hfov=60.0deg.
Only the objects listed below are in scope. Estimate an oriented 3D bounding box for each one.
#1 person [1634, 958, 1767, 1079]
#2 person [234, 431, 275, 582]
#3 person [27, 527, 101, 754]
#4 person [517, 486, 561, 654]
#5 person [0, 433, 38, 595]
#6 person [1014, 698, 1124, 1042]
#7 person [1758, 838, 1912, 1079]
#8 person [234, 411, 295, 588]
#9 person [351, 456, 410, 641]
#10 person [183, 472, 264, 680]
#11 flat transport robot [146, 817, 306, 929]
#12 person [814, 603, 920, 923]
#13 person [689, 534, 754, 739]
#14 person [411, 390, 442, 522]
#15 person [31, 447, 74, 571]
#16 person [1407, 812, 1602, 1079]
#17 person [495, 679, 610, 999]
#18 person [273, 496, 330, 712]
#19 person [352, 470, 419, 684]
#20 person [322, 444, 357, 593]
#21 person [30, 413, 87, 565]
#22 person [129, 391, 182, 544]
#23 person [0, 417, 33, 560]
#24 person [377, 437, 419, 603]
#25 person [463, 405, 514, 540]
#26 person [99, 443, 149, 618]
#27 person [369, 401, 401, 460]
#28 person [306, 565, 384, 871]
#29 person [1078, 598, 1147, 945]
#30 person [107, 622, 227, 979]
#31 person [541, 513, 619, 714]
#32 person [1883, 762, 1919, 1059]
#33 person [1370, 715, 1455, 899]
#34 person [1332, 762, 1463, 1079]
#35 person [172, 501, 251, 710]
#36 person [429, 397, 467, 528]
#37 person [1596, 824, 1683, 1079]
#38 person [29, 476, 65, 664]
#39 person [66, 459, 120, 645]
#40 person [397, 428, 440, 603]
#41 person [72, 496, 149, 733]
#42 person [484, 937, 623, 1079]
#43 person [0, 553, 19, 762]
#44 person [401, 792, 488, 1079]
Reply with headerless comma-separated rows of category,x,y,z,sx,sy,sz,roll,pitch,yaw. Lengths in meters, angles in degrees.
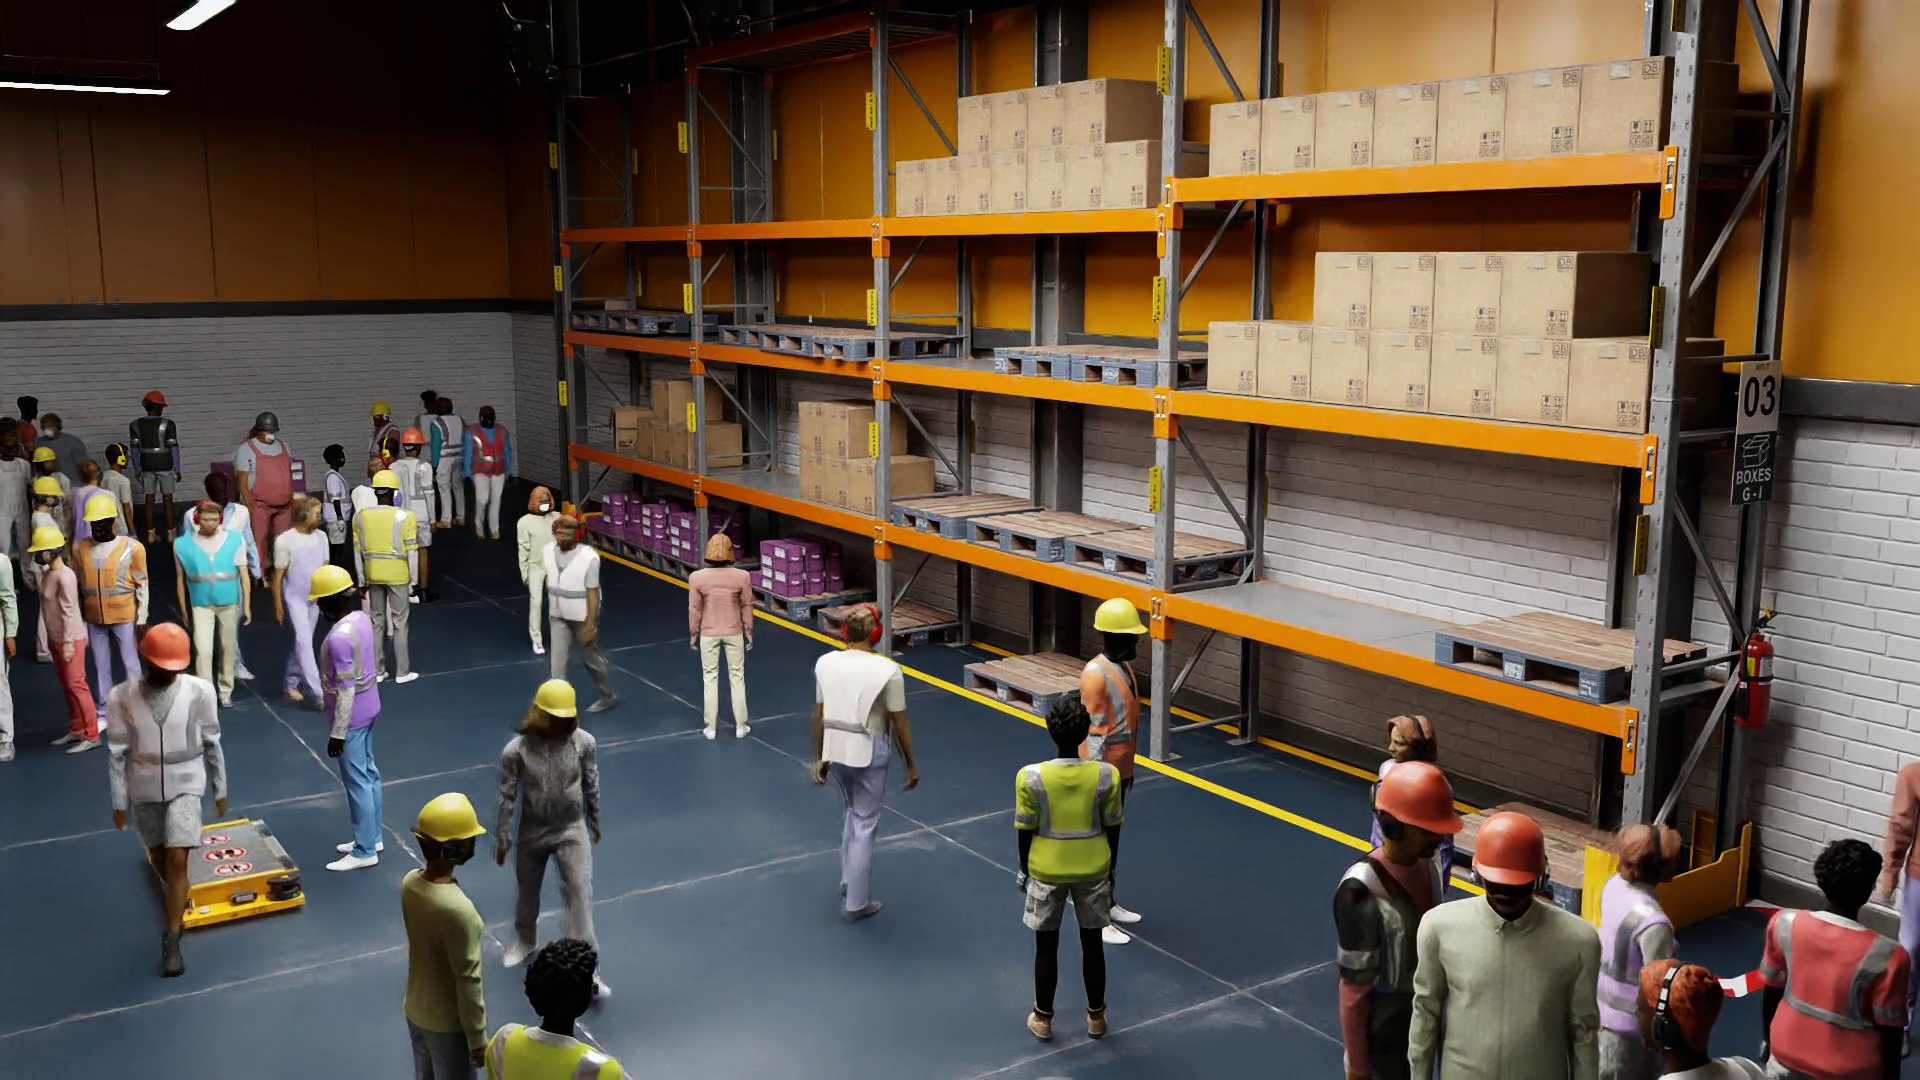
person,2.003,2.083,4.678,0.580,1.879,0.351,-5,11,-29
person,-8.217,-0.444,19.696,0.581,1.802,0.896,2,10,13
person,-6.905,0.766,12.773,0.352,1.757,0.521,-9,13,-43
person,-3.996,0.284,15.976,0.504,1.623,0.292,-9,13,-41
person,-10.669,-0.291,18.722,0.341,1.839,0.504,6,12,33
person,0.523,1.597,8.048,0.535,1.700,0.318,-1,10,-5
person,3.210,1.927,6.150,0.322,1.687,0.536,-6,11,-33
person,-7.965,-0.482,19.247,0.536,2.000,0.676,7,12,36
person,-5.764,0.091,16.495,0.561,1.836,0.394,3,10,18
person,-6.665,0.315,15.107,0.661,1.900,0.635,8,12,38
flat transport robot,-4.465,1.967,10.058,0.652,0.197,1.431,-6,12,-33
person,-0.527,1.270,9.610,0.590,1.824,0.612,7,12,35
person,-1.883,0.761,13.141,0.506,1.632,0.268,-1,10,-8
person,-7.522,-1.192,23.786,0.595,1.917,0.961,0,10,-1
person,-9.993,-0.169,18.321,0.486,1.735,0.338,2,10,12
person,1.827,1.867,5.628,0.616,1.986,0.407,3,10,16
person,-2.135,1.512,8.623,0.545,1.669,0.965,-4,10,-22
person,-5.491,0.533,14.053,0.951,1.788,0.511,5,11,29
person,-5.112,0.330,14.884,0.585,1.909,0.423,1,10,6
person,-7.050,-0.241,18.838,0.319,1.697,0.533,-4,11,-24
person,-11.023,-0.617,20.430,0.643,1.917,0.474,0,10,1
person,-10.637,-0.957,22.057,0.611,2.032,0.403,0,10,0
person,-11.812,-0.638,20.829,0.576,1.813,0.565,0,10,-2
person,-6.141,-0.194,18.101,0.333,1.860,0.510,3,10,18
person,-6.327,-0.903,22.343,0.641,1.826,0.437,-8,12,-38
person,-8.811,-0.086,17.457,0.510,1.862,0.327,6,11,32
person,-7.944,-1.009,22.992,0.403,1.824,0.591,-9,13,-42
person,-3.812,1.097,10.337,0.383,1.918,0.584,-1,10,-7
person,0.849,1.269,9.299,0.371,1.929,0.585,3,10,19
person,-4.324,1.336,9.098,0.560,1.879,0.941,-3,10,-18
person,-3.141,0.634,13.502,0.621,1.777,0.952,4,11,24
person,4.641,1.607,7.806,0.538,1.761,0.336,4,10,22
person,2.158,1.635,8.004,0.310,1.637,0.523,-4,11,-24
person,1.590,1.777,6.037,0.410,2.030,0.611,9,13,43
person,-6.146,0.582,13.724,0.558,1.797,0.910,-5,11,-28
person,-7.220,-1.091,23.409,0.429,1.840,0.636,5,11,27
person,2.716,1.899,6.567,0.788,1.596,0.532,1,10,6
person,-8.539,0.279,15.615,0.349,1.761,0.530,-5,11,-26
person,-8.608,0.120,16.452,0.525,1.809,0.687,2,10,12
person,-6.001,-0.268,18.334,0.543,1.929,0.387,3,10,18
person,-6.748,0.602,13.211,0.584,1.928,0.372,0,10,-2
person,-1.258,2.081,5.253,0.530,1.690,0.322,5,11,26
person,-7.408,0.716,12.484,0.615,1.947,0.388,-2,10,-12
person,-1.971,1.840,6.449,0.339,1.761,0.524,-8,13,-40
